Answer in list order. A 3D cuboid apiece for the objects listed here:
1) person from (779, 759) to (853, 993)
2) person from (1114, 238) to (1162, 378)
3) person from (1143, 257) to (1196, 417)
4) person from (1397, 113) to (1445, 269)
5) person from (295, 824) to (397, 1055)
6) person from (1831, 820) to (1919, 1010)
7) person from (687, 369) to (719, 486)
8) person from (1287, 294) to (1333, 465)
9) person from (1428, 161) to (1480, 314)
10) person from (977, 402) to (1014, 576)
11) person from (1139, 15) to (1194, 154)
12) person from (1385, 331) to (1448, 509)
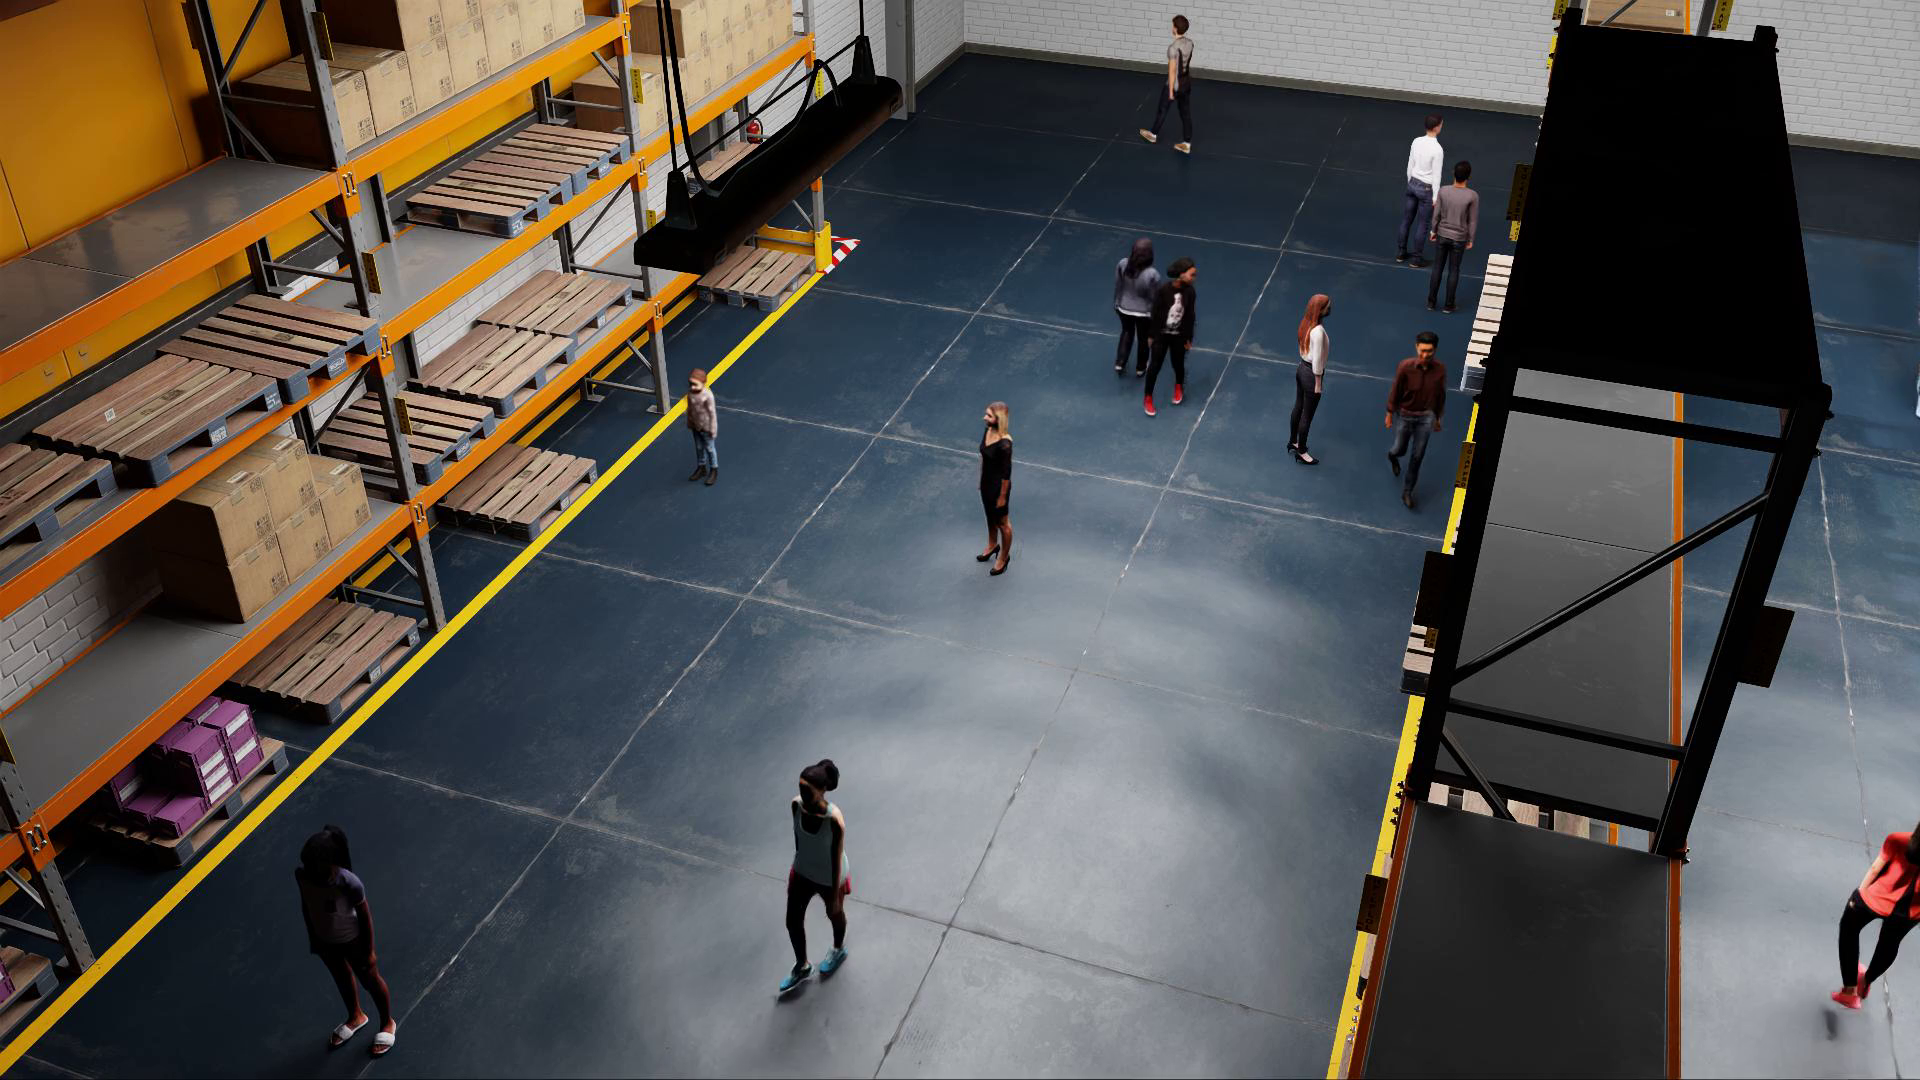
[{"bbox_3d":[-0.825,2.079,10.572,0.645,1.751,0.817,17,37,24],"label":"person"},{"bbox_3d":[1.864,-2.422,17.486,0.750,1.592,0.744,17,37,23],"label":"person"},{"bbox_3d":[2.170,-2.097,16.967,0.771,1.626,0.860,4,34,6],"label":"person"},{"bbox_3d":[5.524,-4.198,19.909,0.753,1.868,0.714,-20,38,-27],"label":"person"},{"bbox_3d":[-3.730,2.416,10.086,0.617,1.727,0.559,10,35,14],"label":"person"},{"bbox_3d":[5.783,2.301,10.297,0.659,1.684,0.799,9,35,13],"label":"person"},{"bbox_3d":[-2.452,-1.107,15.868,0.518,1.194,0.522,18,38,25],"label":"person"},{"bbox_3d":[3.372,-1.561,16.040,0.725,1.760,0.607,-5,34,-8],"label":"person"},{"bbox_3d":[5.566,-3.438,18.857,0.567,1.766,0.679,12,35,17],"label":"person"},{"bbox_3d":[0.317,-0.468,14.470,0.661,1.677,0.602,-15,36,-21],"label":"person"},{"bbox_3d":[3.090,-6.273,23.043,1.135,1.854,1.056,-25,41,-32],"label":"person"},{"bbox_3d":[4.220,-1.186,15.478,0.834,1.757,1.001,0,34,0],"label":"person"}]
